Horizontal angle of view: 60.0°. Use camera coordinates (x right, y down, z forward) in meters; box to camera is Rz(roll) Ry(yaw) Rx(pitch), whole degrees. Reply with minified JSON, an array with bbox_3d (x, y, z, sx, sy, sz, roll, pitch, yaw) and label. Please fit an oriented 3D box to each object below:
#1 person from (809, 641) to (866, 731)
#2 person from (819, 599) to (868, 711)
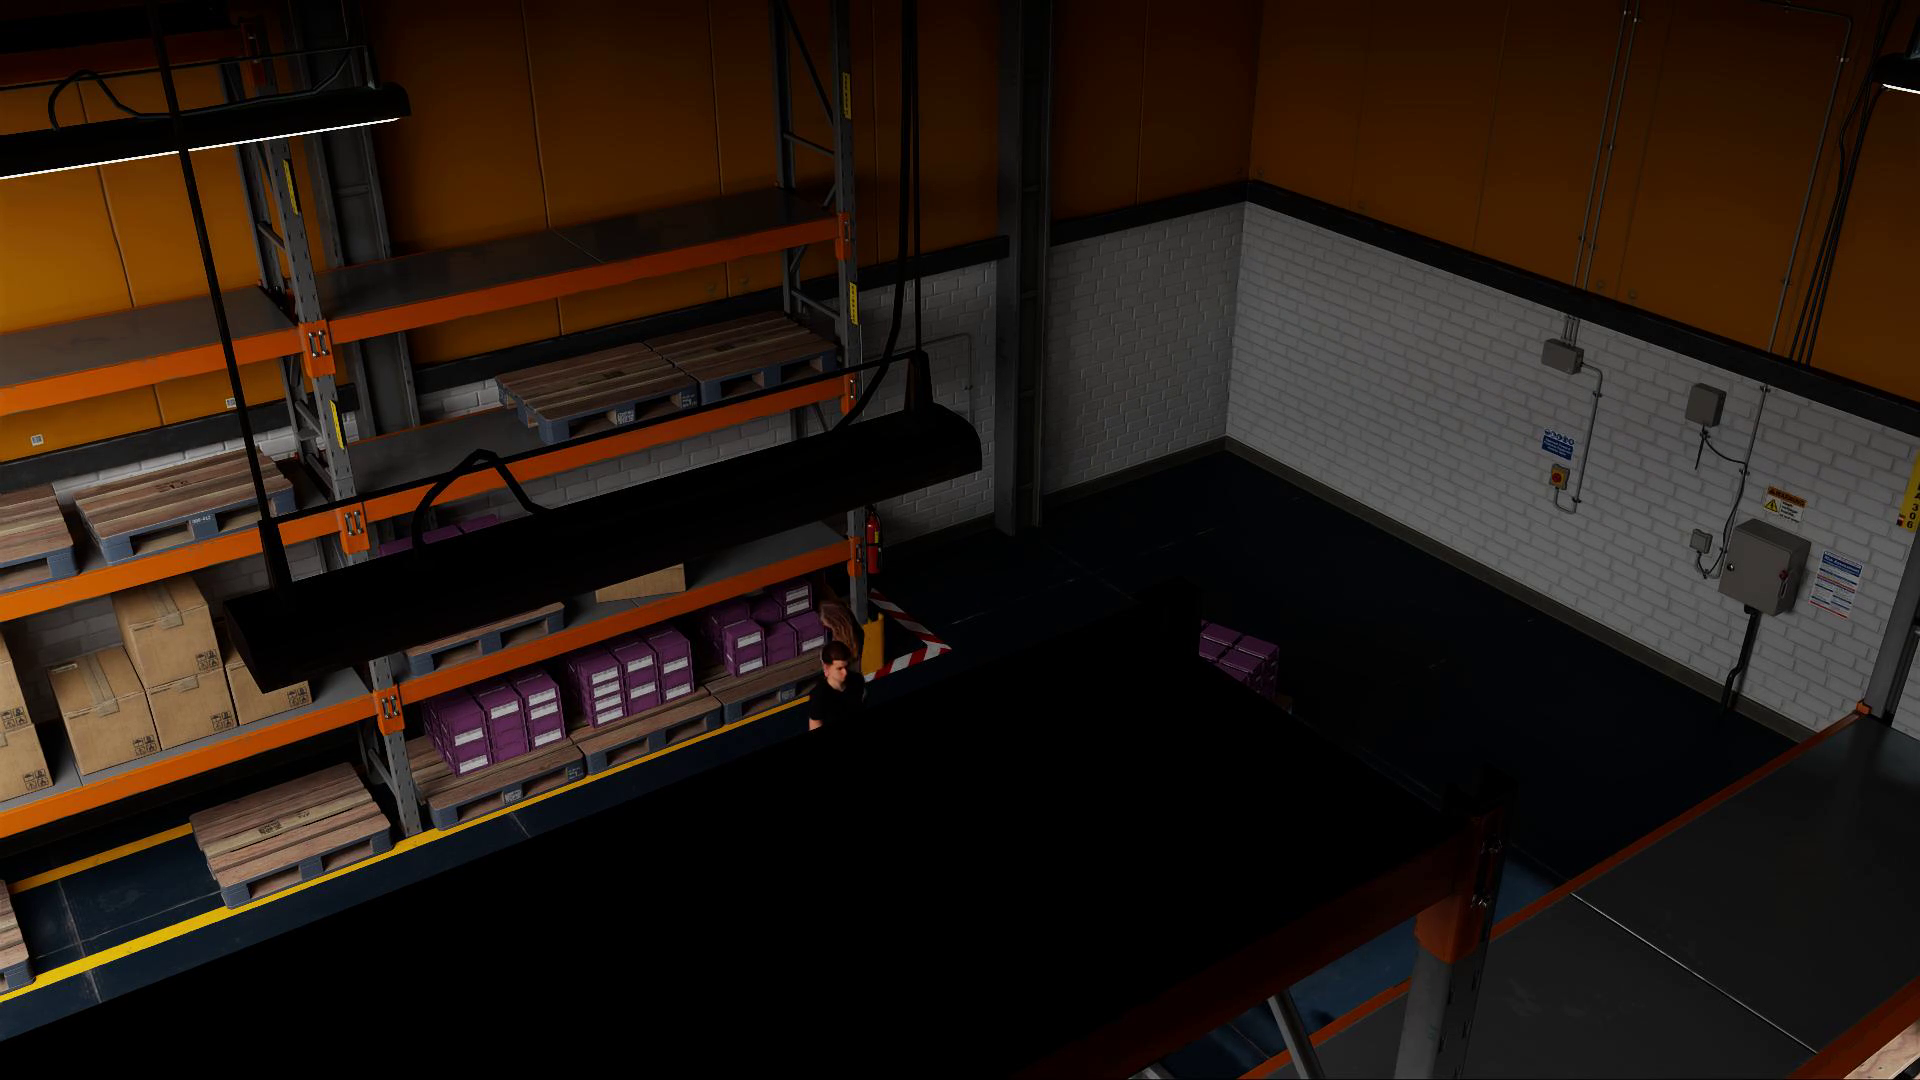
[{"bbox_3d":[-0.862,1.515,11.911,0.565,1.861,0.767,-26,38,-38],"label":"person"},{"bbox_3d":[-0.795,1.228,12.617,0.812,1.689,1.004,24,36,36],"label":"person"}]
